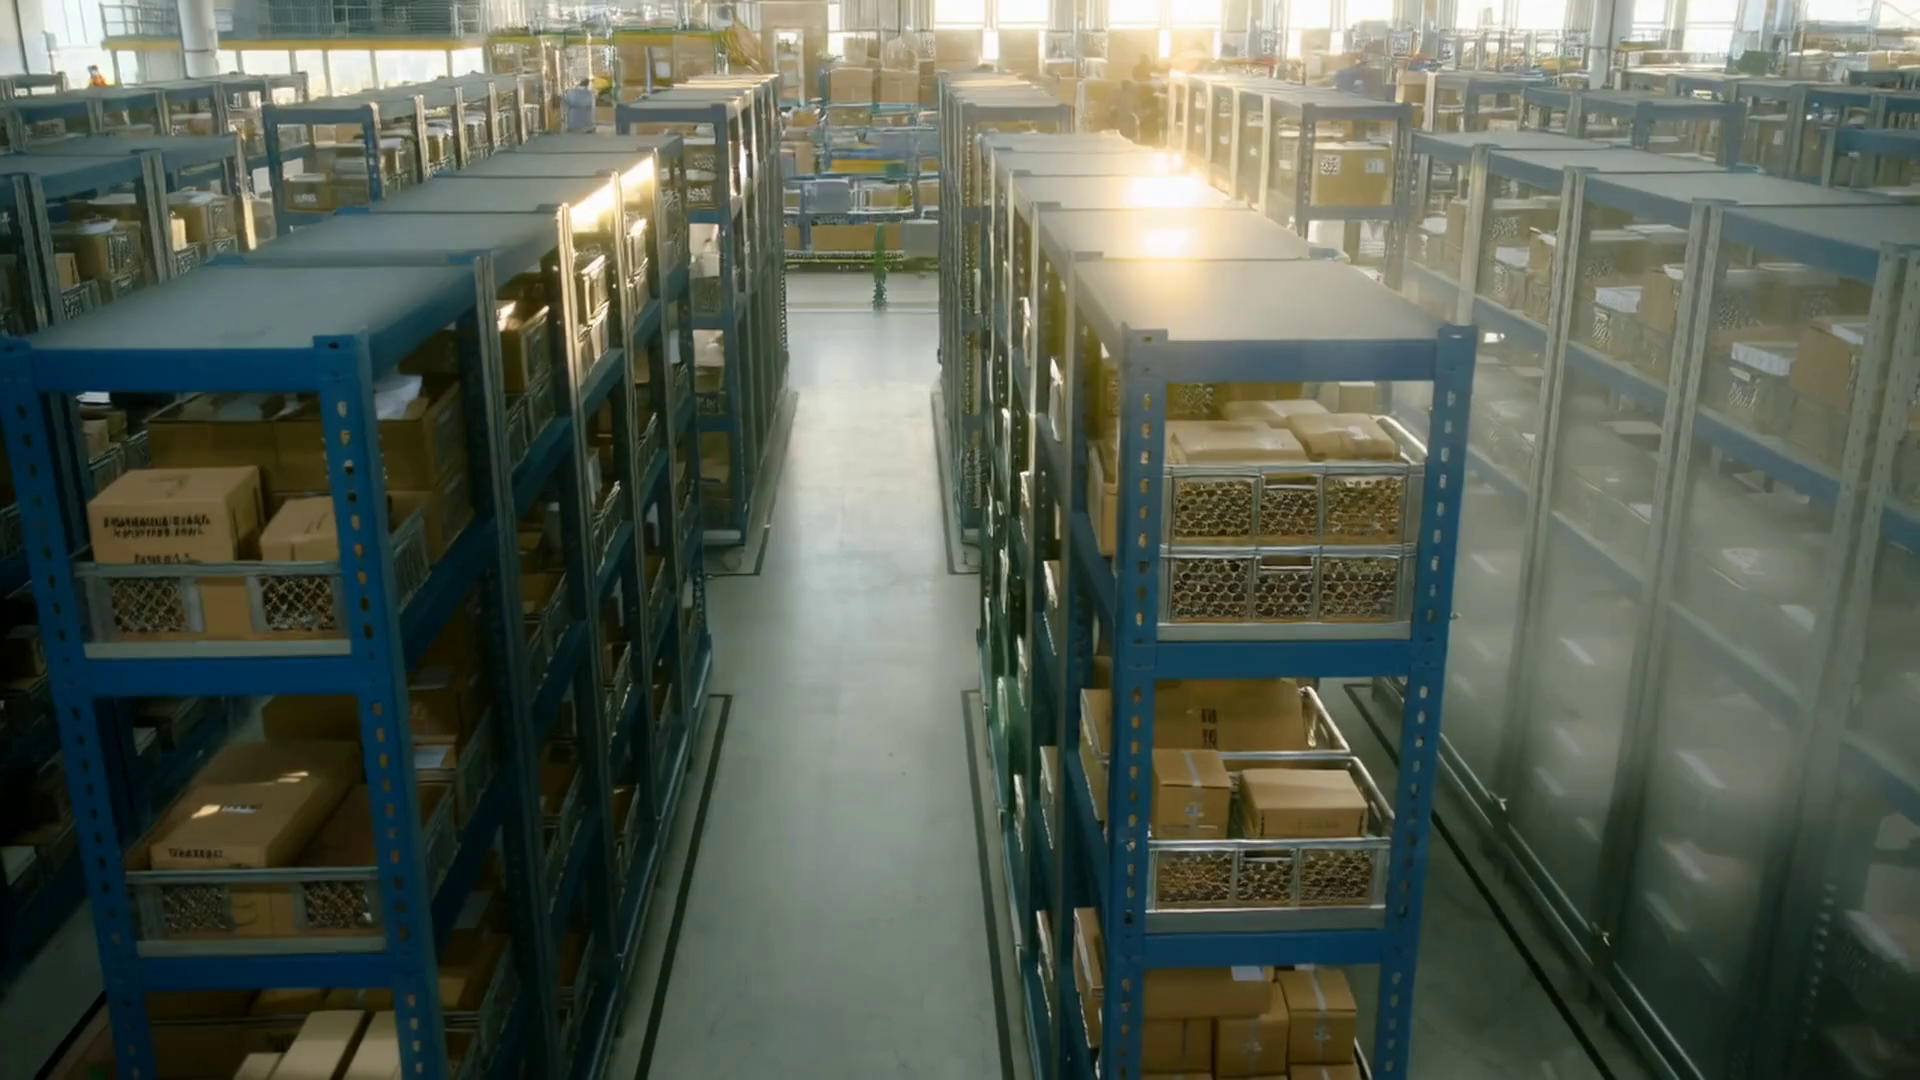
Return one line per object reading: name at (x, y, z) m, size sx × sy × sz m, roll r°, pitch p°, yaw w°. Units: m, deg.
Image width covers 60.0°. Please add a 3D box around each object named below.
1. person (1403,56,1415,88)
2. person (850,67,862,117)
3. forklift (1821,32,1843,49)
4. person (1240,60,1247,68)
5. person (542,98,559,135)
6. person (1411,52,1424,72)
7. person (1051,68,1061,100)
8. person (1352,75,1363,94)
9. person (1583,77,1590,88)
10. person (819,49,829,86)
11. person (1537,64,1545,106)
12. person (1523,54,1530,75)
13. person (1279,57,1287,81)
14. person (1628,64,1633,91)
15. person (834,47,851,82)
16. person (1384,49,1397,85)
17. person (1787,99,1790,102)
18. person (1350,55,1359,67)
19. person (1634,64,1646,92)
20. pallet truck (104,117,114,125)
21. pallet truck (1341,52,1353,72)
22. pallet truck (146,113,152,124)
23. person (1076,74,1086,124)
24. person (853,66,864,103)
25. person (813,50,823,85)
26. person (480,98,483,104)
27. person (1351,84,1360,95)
person at (23.361, -24.233, 86.227) m, size 0.875 × 1.650 × 0.545 m, roll -9°, pitch 20°, yaw -26°
person at (-4.123, -17.529, 65.081) m, size 0.613 × 1.895 × 0.619 m, roll 3°, pitch 18°, yaw 8°
forklift at (46.003, -25.465, 88.065) m, size 1.129 × 2.768 × 1.873 m, roll -1°, pitch 18°, yaw -2°
person at (12.309, -20.012, 72.778) m, size 0.593 × 1.884 × 0.804 m, roll -6°, pitch 19°, yaw -19°
person at (-10.236, -10.151, 42.084) m, size 0.627 × 1.995 × 0.982 m, roll 11°, pitch 21°, yaw 32°
person at (23.427, -24.040, 85.259) m, size 0.637 × 1.874 × 1.054 m, roll -5°, pitch 18°, yaw -14°
person at (3.598, -16.864, 62.929) m, size 0.554 × 1.952 × 0.638 m, roll 1°, pitch 18°, yaw 4°
person at (13.932, -15.270, 58.077) m, size 0.591 × 1.907 × 0.628 m, roll 5°, pitch 18°, yaw 14°
person at (20.784, -14.387, 55.294) m, size 0.359 × 1.936 × 0.552 m, roll -6°, pitch 19°, yaw -18°
person at (-7.358, -25.448, 89.574) m, size 0.550 × 1.907 × 0.816 m, roll 11°, pitch 21°, yaw 31°
person at (24.103, -18.848, 69.231) m, size 0.509 × 1.860 × 0.334 m, roll -16°, pitch 24°, yaw -40°
person at (27.499, -22.708, 81.127) m, size 0.954 × 1.876 × 0.612 m, roll 2°, pitch 18°, yaw 6°
person at (15.174, -21.877, 78.641) m, size 0.807 × 1.846 × 0.524 m, roll -3°, pitch 18°, yaw -9°
person at (30.112, -20.712, 74.966) m, size 0.631 × 1.891 × 1.041 m, roll 0°, pitch 18°, yaw 1°
person at (-6.665, -26.717, 93.528) m, size 1.016 × 1.894 × 0.607 m, roll -2°, pitch 18°, yaw -7°
person at (23.379, -25.622, 90.113) m, size 0.515 × 1.911 × 0.586 m, roll 13°, pitch 22°, yaw 34°
person at (29.226, -15.299, 58.227) m, size 0.580 × 1.874 × 0.448 m, roll -6°, pitch 19°, yaw -18°
person at (19.680, -23.263, 82.961) m, size 0.652 × 1.820 × 0.593 m, roll -15°, pitch 23°, yaw -38°
person at (30.889, -20.918, 75.339) m, size 0.699 × 2.000 × 0.634 m, roll 1°, pitch 18°, yaw 3°
pallet truck at (-18.367, -7.885, 35.078) m, size 1.885 × 1.965 × 0.823 m, roll 1°, pitch 18°, yaw 2°
pallet truck at (18.794, -23.123, 82.231) m, size 0.823 × 1.965 × 1.885 m, roll -13°, pitch 22°, yaw -35°
pallet truck at (-18.087, -8.309, 36.390) m, size 1.885 × 1.965 × 0.823 m, roll -1°, pitch 18°, yaw -4°
person at (4.489, -16.313, 61.529) m, size 0.312 × 1.768 × 0.522 m, roll -12°, pitch 22°, yaw -33°
person at (-4.335, -19.427, 71.253) m, size 0.510 × 1.694 × 0.881 m, roll -5°, pitch 19°, yaw -15°
person at (-7.678, -25.705, 90.492) m, size 0.620 × 1.835 × 0.431 m, roll -10°, pitch 21°, yaw -29°
person at (-17.336, -15.994, 60.418) m, size 0.507 × 1.844 × 0.345 m, roll -15°, pitch 23°, yaw -39°
person at (13.735, -14.947, 57.573) m, size 0.821 × 1.591 × 0.509 m, roll -2°, pitch 18°, yaw -8°
